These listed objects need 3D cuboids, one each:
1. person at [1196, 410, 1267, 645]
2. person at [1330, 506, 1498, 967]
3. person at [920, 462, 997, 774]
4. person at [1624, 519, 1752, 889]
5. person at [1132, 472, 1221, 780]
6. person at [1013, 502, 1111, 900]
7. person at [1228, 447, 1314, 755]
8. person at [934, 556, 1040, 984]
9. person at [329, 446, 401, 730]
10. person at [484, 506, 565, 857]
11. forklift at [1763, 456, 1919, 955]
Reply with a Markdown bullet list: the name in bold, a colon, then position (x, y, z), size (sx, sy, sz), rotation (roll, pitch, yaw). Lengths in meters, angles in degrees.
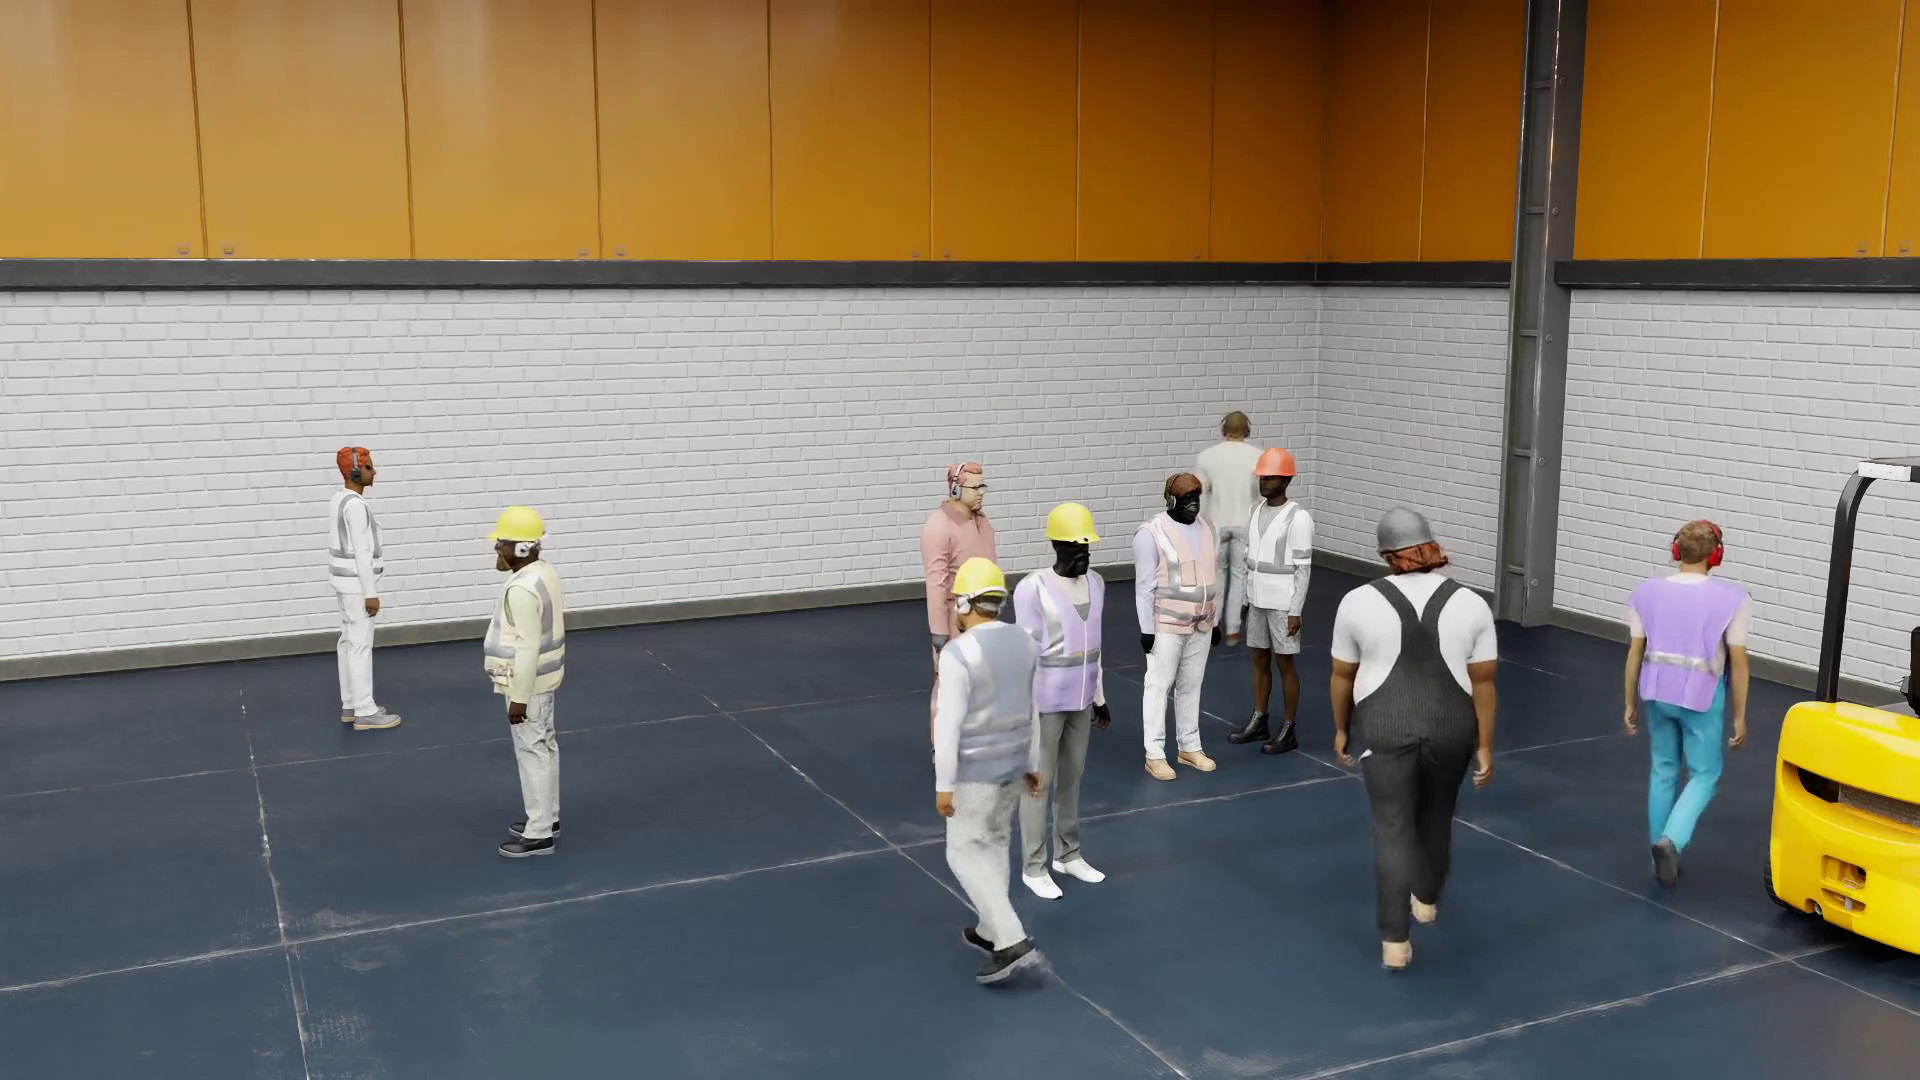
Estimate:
- **person**: position (2.252, -0.105, 13.618), size (0.634, 1.919, 0.527), rotation (4, 10, 22)
- **person**: position (2.021, 0.821, 7.473), size (0.708, 2.000, 0.997), rotation (1, 9, 8)
- **person**: position (0.034, 0.476, 10.033), size (0.408, 1.905, 0.654), rotation (5, 10, 29)
- **person**: position (3.517, 0.822, 8.120), size (0.605, 1.826, 0.587), rotation (9, 13, 43)
- **person**: position (1.335, 0.508, 10.034), size (0.625, 1.844, 0.429), rotation (-6, 11, -33)
- **person**: position (0.514, 0.769, 8.143), size (0.584, 1.928, 0.373), rotation (-9, 13, -43)
- **person**: position (1.971, 0.378, 10.529), size (0.352, 1.942, 0.546), rotation (-6, 11, -32)
- **person**: position (0.156, 0.983, 7.240), size (0.630, 1.800, 0.619), rotation (8, 12, 42)
- **person**: position (-4.011, 0.316, 11.097), size (0.359, 1.883, 0.573), rotation (-6, 11, -32)
- **person**: position (-2.268, 0.729, 8.686), size (0.404, 1.831, 0.601), rotation (-1, 9, -3)
- **forklift**: position (4.857, 0.731, 7.561), size (2.313, 2.155, 1.214), rotation (-4, 10, -25)
